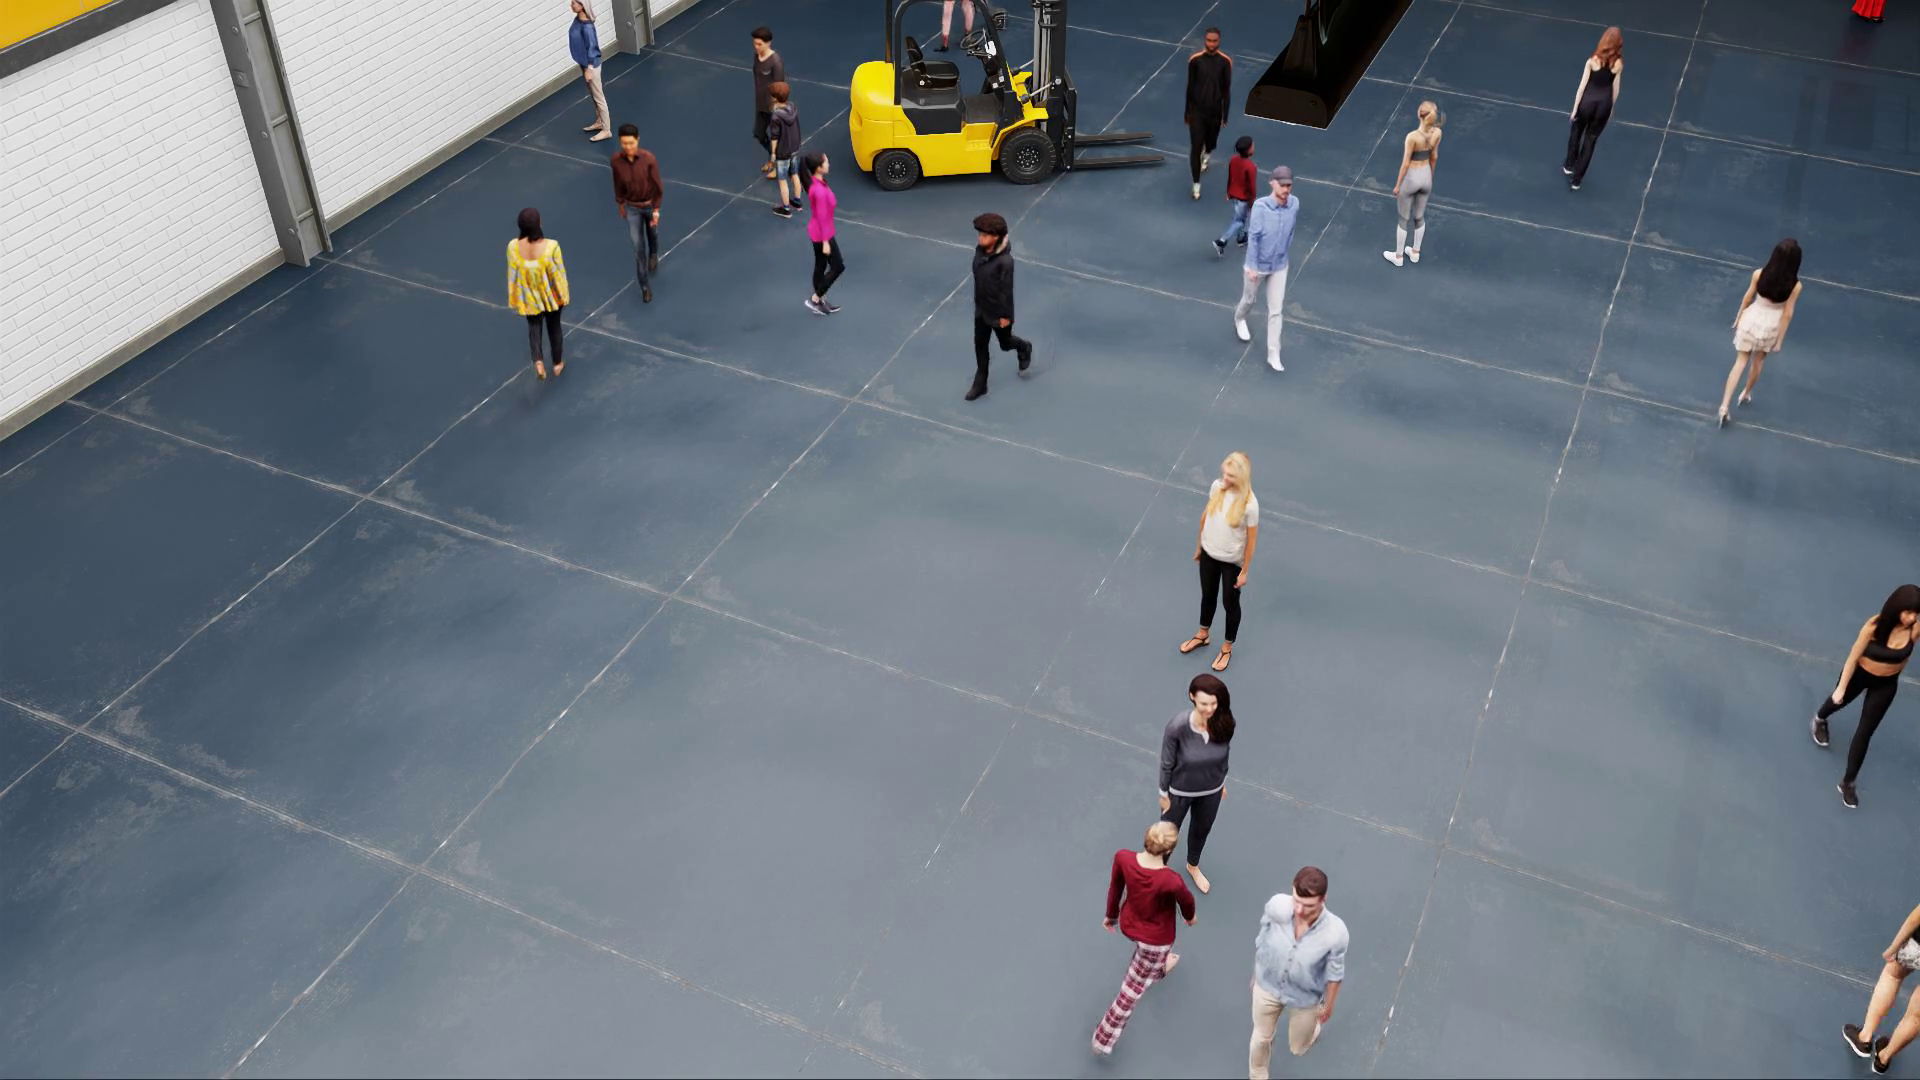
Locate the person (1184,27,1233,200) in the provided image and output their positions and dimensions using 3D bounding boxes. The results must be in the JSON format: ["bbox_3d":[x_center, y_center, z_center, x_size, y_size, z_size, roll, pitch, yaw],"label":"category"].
[{"bbox_3d":[2.621,-4.596,17.725,0.863,1.785,1.147,4,39,5],"label":"person"}]

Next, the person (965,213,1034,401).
[{"bbox_3d":[0.358,-2.083,14.605,0.830,1.753,1.138,29,47,32],"label":"person"}]

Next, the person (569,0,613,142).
[{"bbox_3d":[-4.170,-5.365,18.767,0.754,1.698,0.707,-16,41,-19],"label":"person"}]

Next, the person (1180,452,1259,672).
[{"bbox_3d":[1.878,0.122,11.785,0.652,1.825,0.628,31,48,32],"label":"person"}]

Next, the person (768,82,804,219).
[{"bbox_3d":[-1.825,-4.087,17.359,0.629,1.447,0.499,24,45,27],"label":"person"}]

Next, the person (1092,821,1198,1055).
[{"bbox_3d":[1.003,2.228,9.286,0.845,1.653,1.170,27,46,30],"label":"person"}]

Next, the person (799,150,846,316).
[{"bbox_3d":[-1.383,-2.854,15.624,0.789,1.695,0.724,-10,40,-12],"label":"person"}]

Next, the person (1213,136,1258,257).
[{"bbox_3d":[2.779,-3.454,16.731,0.901,1.241,0.766,-22,43,-25],"label":"person"}]

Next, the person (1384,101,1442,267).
[{"bbox_3d":[4.505,-3.530,16.456,0.641,1.702,0.700,-13,40,-15],"label":"person"}]

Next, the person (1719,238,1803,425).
[{"bbox_3d":[6.794,-1.754,14.225,0.726,1.712,0.943,26,46,29],"label":"person"}]

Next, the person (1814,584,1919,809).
[{"bbox_3d":[5.975,0.886,11.005,0.774,1.604,1.159,5,39,7],"label":"person"}]

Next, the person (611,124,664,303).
[{"bbox_3d":[-3.074,-3.252,16.092,1.080,1.724,1.283,-4,39,-5],"label":"person"}]

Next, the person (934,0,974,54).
[{"bbox_3d":[0.043,-6.987,20.788,0.677,1.699,0.964,19,42,22],"label":"person"}]

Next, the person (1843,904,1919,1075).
[{"bbox_3d":[5.305,2.318,9.030,0.618,1.831,0.586,15,41,18],"label":"person"}]

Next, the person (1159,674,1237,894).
[{"bbox_3d":[1.410,1.489,10.120,0.685,1.767,0.727,-10,40,-12],"label":"person"}]

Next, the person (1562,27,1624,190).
[{"bbox_3d":[6.768,-4.567,17.738,0.708,1.723,0.876,8,39,10],"label":"person"}]

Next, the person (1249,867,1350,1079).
[{"bbox_3d":[1.826,2.357,8.981,0.735,1.832,1.004,23,44,26],"label":"person"}]

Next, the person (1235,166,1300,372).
[{"bbox_3d":[2.749,-2.545,15.107,1.096,1.848,1.257,-8,39,-9],"label":"person"}]

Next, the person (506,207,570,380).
[{"bbox_3d":[-3.734,-2.115,14.739,0.913,1.635,0.992,1,39,1],"label":"person"}]

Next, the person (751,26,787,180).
[{"bbox_3d":[-1.985,-4.749,17.988,0.683,1.697,0.694,-30,47,-32],"label":"person"}]
